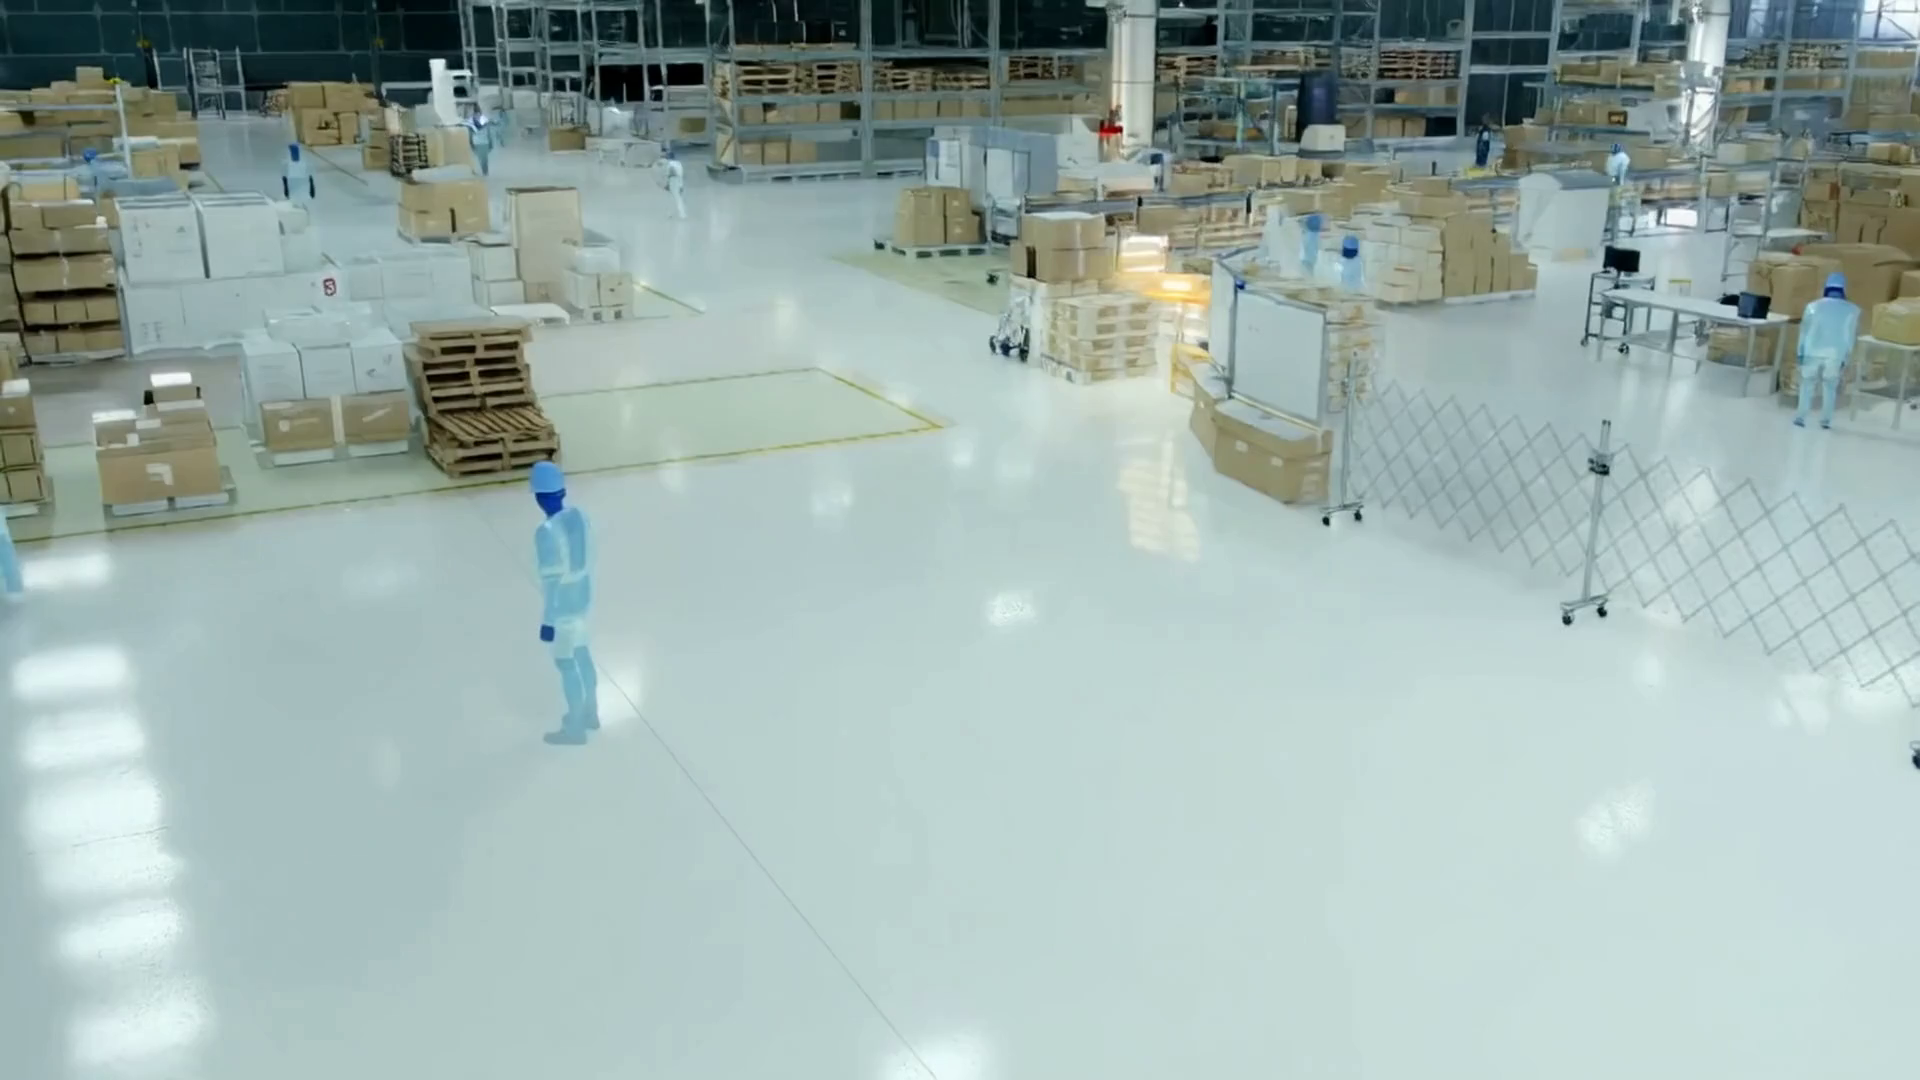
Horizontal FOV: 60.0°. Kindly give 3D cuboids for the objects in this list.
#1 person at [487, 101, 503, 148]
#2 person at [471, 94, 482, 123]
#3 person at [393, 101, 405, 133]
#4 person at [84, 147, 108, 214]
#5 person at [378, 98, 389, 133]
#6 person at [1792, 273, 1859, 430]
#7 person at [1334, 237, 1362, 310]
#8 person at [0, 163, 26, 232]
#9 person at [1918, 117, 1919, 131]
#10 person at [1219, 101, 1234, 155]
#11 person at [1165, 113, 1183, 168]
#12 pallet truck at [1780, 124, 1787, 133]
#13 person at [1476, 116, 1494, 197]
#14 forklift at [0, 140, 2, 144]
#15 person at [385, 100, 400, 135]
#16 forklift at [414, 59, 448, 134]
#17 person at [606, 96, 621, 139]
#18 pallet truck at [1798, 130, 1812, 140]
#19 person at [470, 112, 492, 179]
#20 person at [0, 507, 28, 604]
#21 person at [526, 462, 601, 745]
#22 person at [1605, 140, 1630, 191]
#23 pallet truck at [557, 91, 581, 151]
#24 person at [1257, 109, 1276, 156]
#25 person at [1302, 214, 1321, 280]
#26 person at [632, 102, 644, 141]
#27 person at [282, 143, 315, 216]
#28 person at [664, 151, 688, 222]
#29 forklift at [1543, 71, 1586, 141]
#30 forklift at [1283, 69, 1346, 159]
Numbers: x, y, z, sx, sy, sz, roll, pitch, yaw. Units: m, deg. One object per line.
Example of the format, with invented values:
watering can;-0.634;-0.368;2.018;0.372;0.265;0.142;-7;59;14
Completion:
person;-16.178;-14.453;57.921;0.519;1.627;0.459;-9;20;-27
person;-16.389;-14.182;56.594;0.385;1.930;0.540;1;18;4
person;-19.033;-13.976;56.311;0.317;1.696;0.540;12;21;32
person;-18.965;-7.662;36.420;0.930;1.826;0.576;-9;20;-26
person;-18.738;-13.318;53.871;0.921;1.950;0.642;0;18;0
person;10.063;-2.187;19.363;0.595;1.824;0.404;6;19;17
person;5.466;-3.453;23.532;0.502;1.682;0.930;-8;19;-23
person;-17.482;-5.907;30.604;0.673;2.000;0.535;-6;19;-18
person;35.212;-15.480;60.520;0.623;1.992;0.391;-4;18;-13
person;8.820;-13.712;55.203;0.640;1.881;0.824;-10;20;-28
person;6.590;-12.286;51.100;0.787;1.670;0.540;-11;21;-30
pallet truck;25.206;-12.542;52.601;1.601;1.201;0.680;0;18;-2
person;13.617;-9.964;43.246;0.379;2.045;0.605;-1;18;-2
forklift;-35.424;-15.543;59.291;1.873;2.768;1.129;13;22;35
person;-18.122;-13.106;53.254;0.406;1.925;0.635;-5;18;-15
forklift;-20.039;-17.113;64.184;1.873;2.768;1.129;0;18;1
person;-11.570;-13.908;55.795;1.042;1.878;0.649;2;18;7
pallet truck;25.526;-11.556;49.408;1.630;1.274;0.653;-9;20;-26
person;-13.755;-11.366;47.887;0.590;1.887;0.917;-1;18;-4
person;-8.194;-0.382;13.709;0.999;1.825;0.583;10;20;27
person;-2.657;0.422;11.041;0.373;1.933;0.549;4;18;13
person;14.862;-8.097;37.682;0.712;1.884;0.653;-8;20;-24
pallet truck;-13.495;-14.412;57.188;0.823;1.965;1.885;-3;18;-9
person;8.916;-11.537;48.370;0.550;1.913;0.669;-1;18;-3
person;5.554;-4.428;26.676;0.642;1.613;0.508;5;18;14
person;-10.985;-14.014;56.440;0.577;1.675;0.547;-6;19;-19
person;-14.300;-7.592;35.987;0.630;1.955;0.426;-6;19;-19
person;-6.581;-8.162;38.342;0.851;1.585;0.538;13;22;34
forklift;18.685;-13.231;52.085;1.873;2.768;1.129;-9;20;-26
forklift;11.615;-13.871;54.079;1.129;2.768;1.873;-9;20;-27
